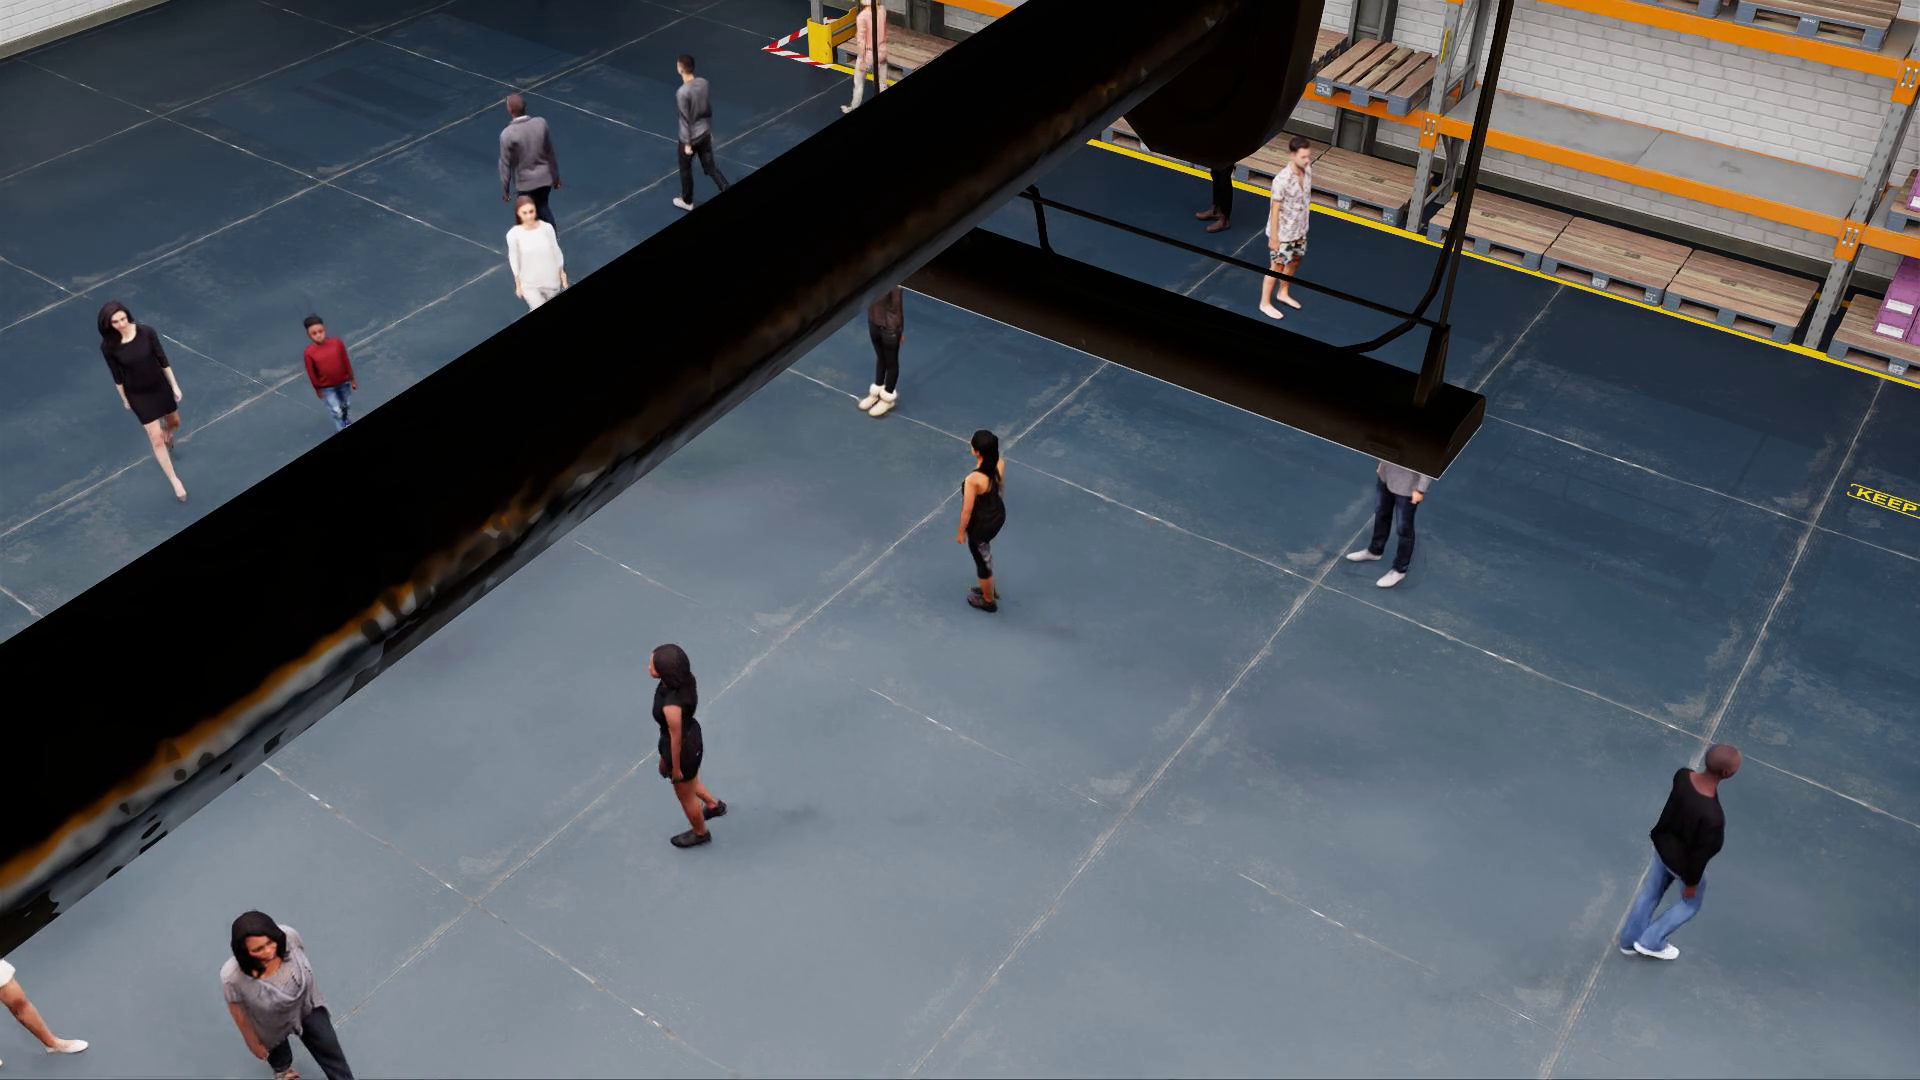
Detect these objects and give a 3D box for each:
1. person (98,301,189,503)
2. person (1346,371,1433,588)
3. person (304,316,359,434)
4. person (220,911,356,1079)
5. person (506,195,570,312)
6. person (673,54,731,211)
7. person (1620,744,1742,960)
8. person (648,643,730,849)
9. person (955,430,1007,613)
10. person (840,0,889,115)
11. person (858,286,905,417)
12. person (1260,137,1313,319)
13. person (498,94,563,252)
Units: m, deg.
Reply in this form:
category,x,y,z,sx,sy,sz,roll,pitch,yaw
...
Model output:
category,x,y,z,sx,sy,sz,roll,pitch,yaw
person,-6.591,-1.201,13.524,0.813,1.763,1.158,-26,46,-29
person,3.329,-0.482,12.538,0.836,1.871,0.702,-17,42,-21
person,-5.359,-1.381,14.170,0.645,1.238,0.879,-26,45,-29
person,-3.738,2.503,9.045,1.040,1.565,0.703,29,47,31
person,-3.827,-2.368,15.078,0.885,1.648,1.148,-21,43,-24
person,-2.676,-4.152,17.242,1.072,1.735,0.618,24,44,27
person,4.132,1.855,9.716,0.769,1.740,0.706,-7,39,-9
person,-1.654,1.296,10.426,0.820,1.728,0.763,-4,39,-5
person,0.242,-0.110,12.244,0.550,1.655,0.600,23,44,26
person,-0.940,-5.487,18.938,0.721,1.704,0.987,-31,48,-33
person,-0.648,-1.871,14.445,0.629,1.659,0.686,7,39,9
person,3.084,-2.974,15.709,0.724,1.807,0.641,-30,48,-32
person,-4.148,-3.476,16.339,0.808,1.805,0.745,-28,46,-30
